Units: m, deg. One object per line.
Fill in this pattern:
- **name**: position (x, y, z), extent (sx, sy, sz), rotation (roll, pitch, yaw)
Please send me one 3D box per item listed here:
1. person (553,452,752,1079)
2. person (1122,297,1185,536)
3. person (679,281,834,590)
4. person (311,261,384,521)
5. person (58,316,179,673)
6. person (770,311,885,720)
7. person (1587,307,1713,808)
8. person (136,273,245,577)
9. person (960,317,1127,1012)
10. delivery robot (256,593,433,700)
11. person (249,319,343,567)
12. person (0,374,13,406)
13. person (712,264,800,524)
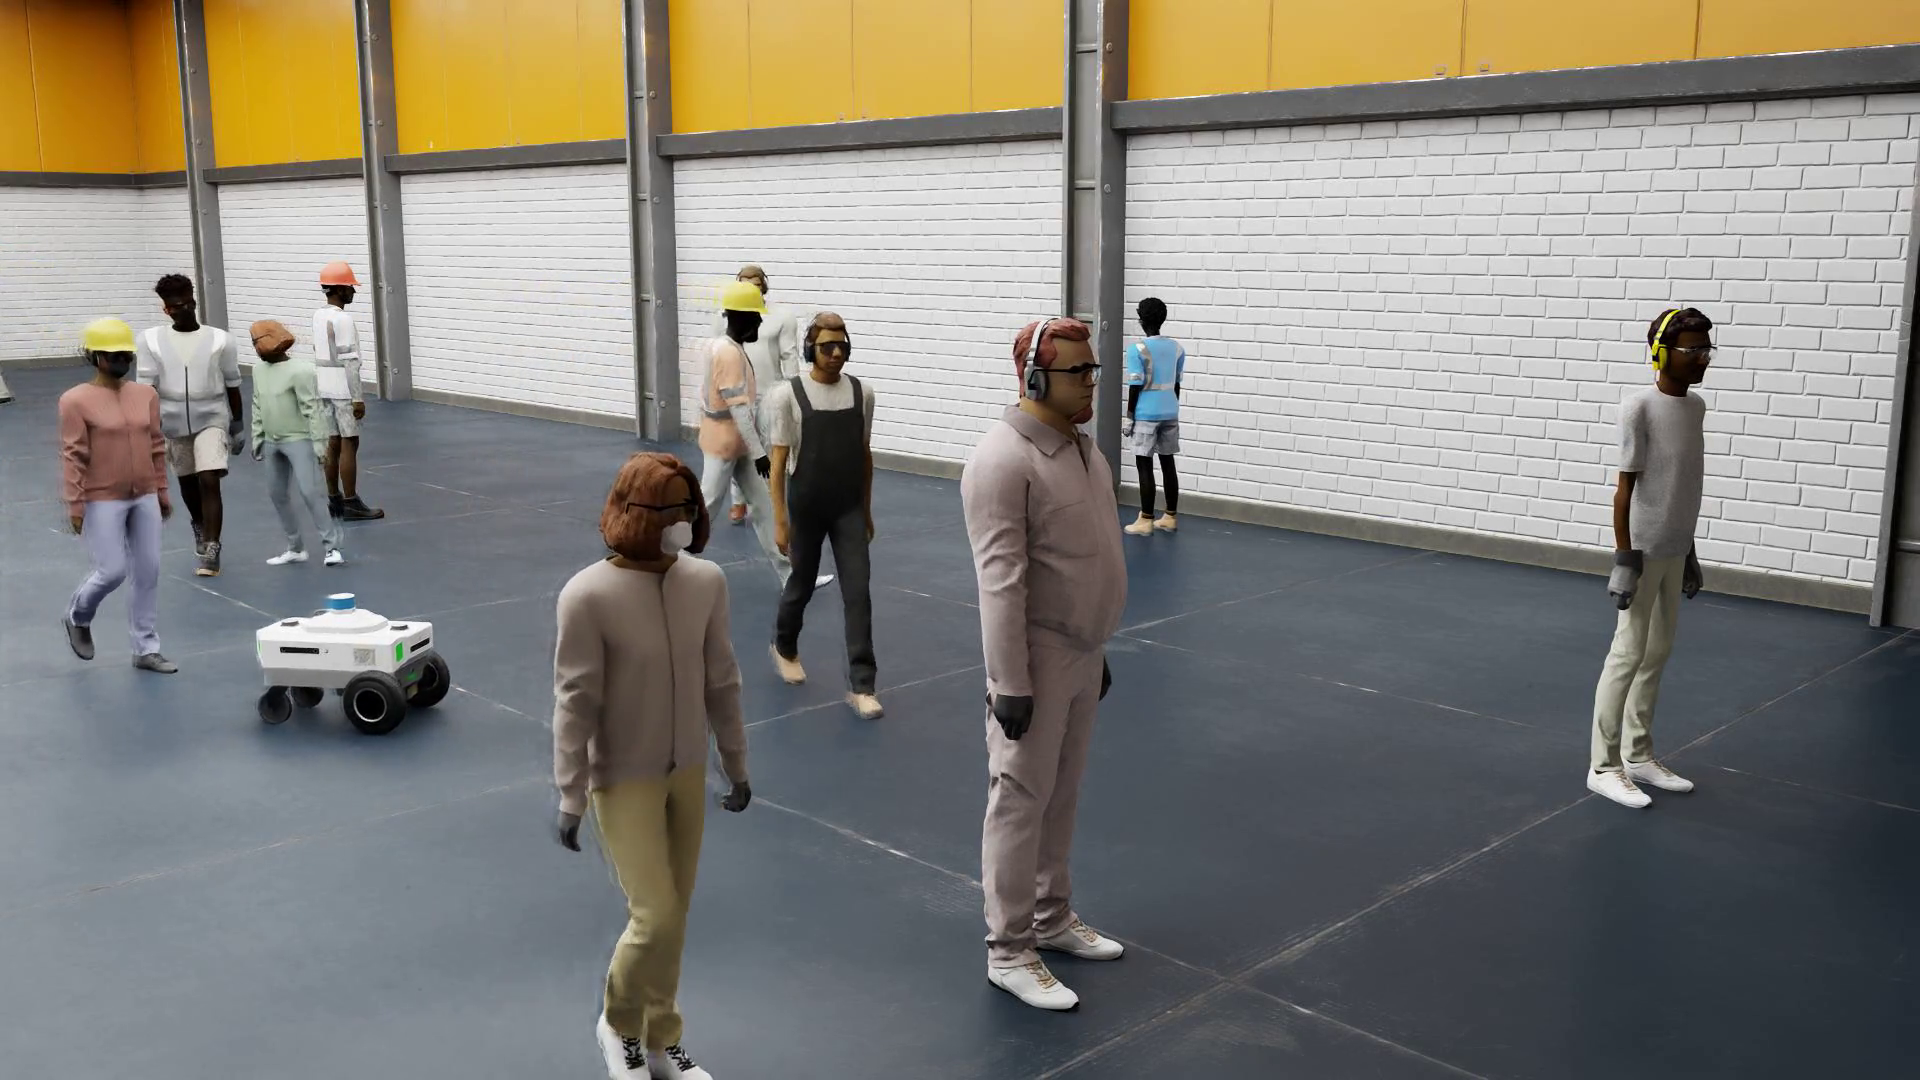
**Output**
- **person**: position (-0.726, 0.590, 4.050), extent (0.352, 1.617, 0.530), rotation (8, 13, 38)
- **person**: position (1.373, -0.878, 11.857), extent (0.538, 1.698, 0.319), rotation (-8, 13, -37)
- **person**: position (-1.291, -0.557, 9.658), extent (1.015, 1.865, 0.596), rotation (0, 10, 1)
- **person**: position (-4.621, -1.111, 12.483), extent (0.545, 1.938, 0.360), rotation (10, 14, 43)
- **person**: position (-4.119, -0.212, 8.099), extent (0.520, 1.752, 0.527), rotation (5, 12, 27)
- **person**: position (-0.642, -0.148, 7.620), extent (0.526, 1.810, 0.943), rotation (-5, 11, -25)
- **person**: position (2.634, 0.062, 6.278), extent (0.534, 1.868, 0.309), rotation (-8, 13, -37)
- **person**: position (-4.935, -0.763, 10.716), extent (0.593, 1.912, 1.056), rotation (-3, 11, -17)
- **person**: position (0.266, 0.334, 4.689), extent (0.410, 1.909, 0.643), rotation (5, 12, 26)
- **delivery robot**: position (-2.708, 0.479, 7.328), extent (0.707, 0.478, 0.477), rotation (2, 10, 9)
- **person**: position (-4.291, -0.610, 10.674), extent (0.673, 1.606, 0.311), rotation (5, 12, 27)
- **person**: position (-12.291, -2.518, 20.568), extent (0.924, 1.782, 0.605), rotation (-5, 12, -27)
- **person**: position (-1.497, -1.056, 12.249), extent (0.634, 1.923, 0.545), rotation (-1, 10, -5)
